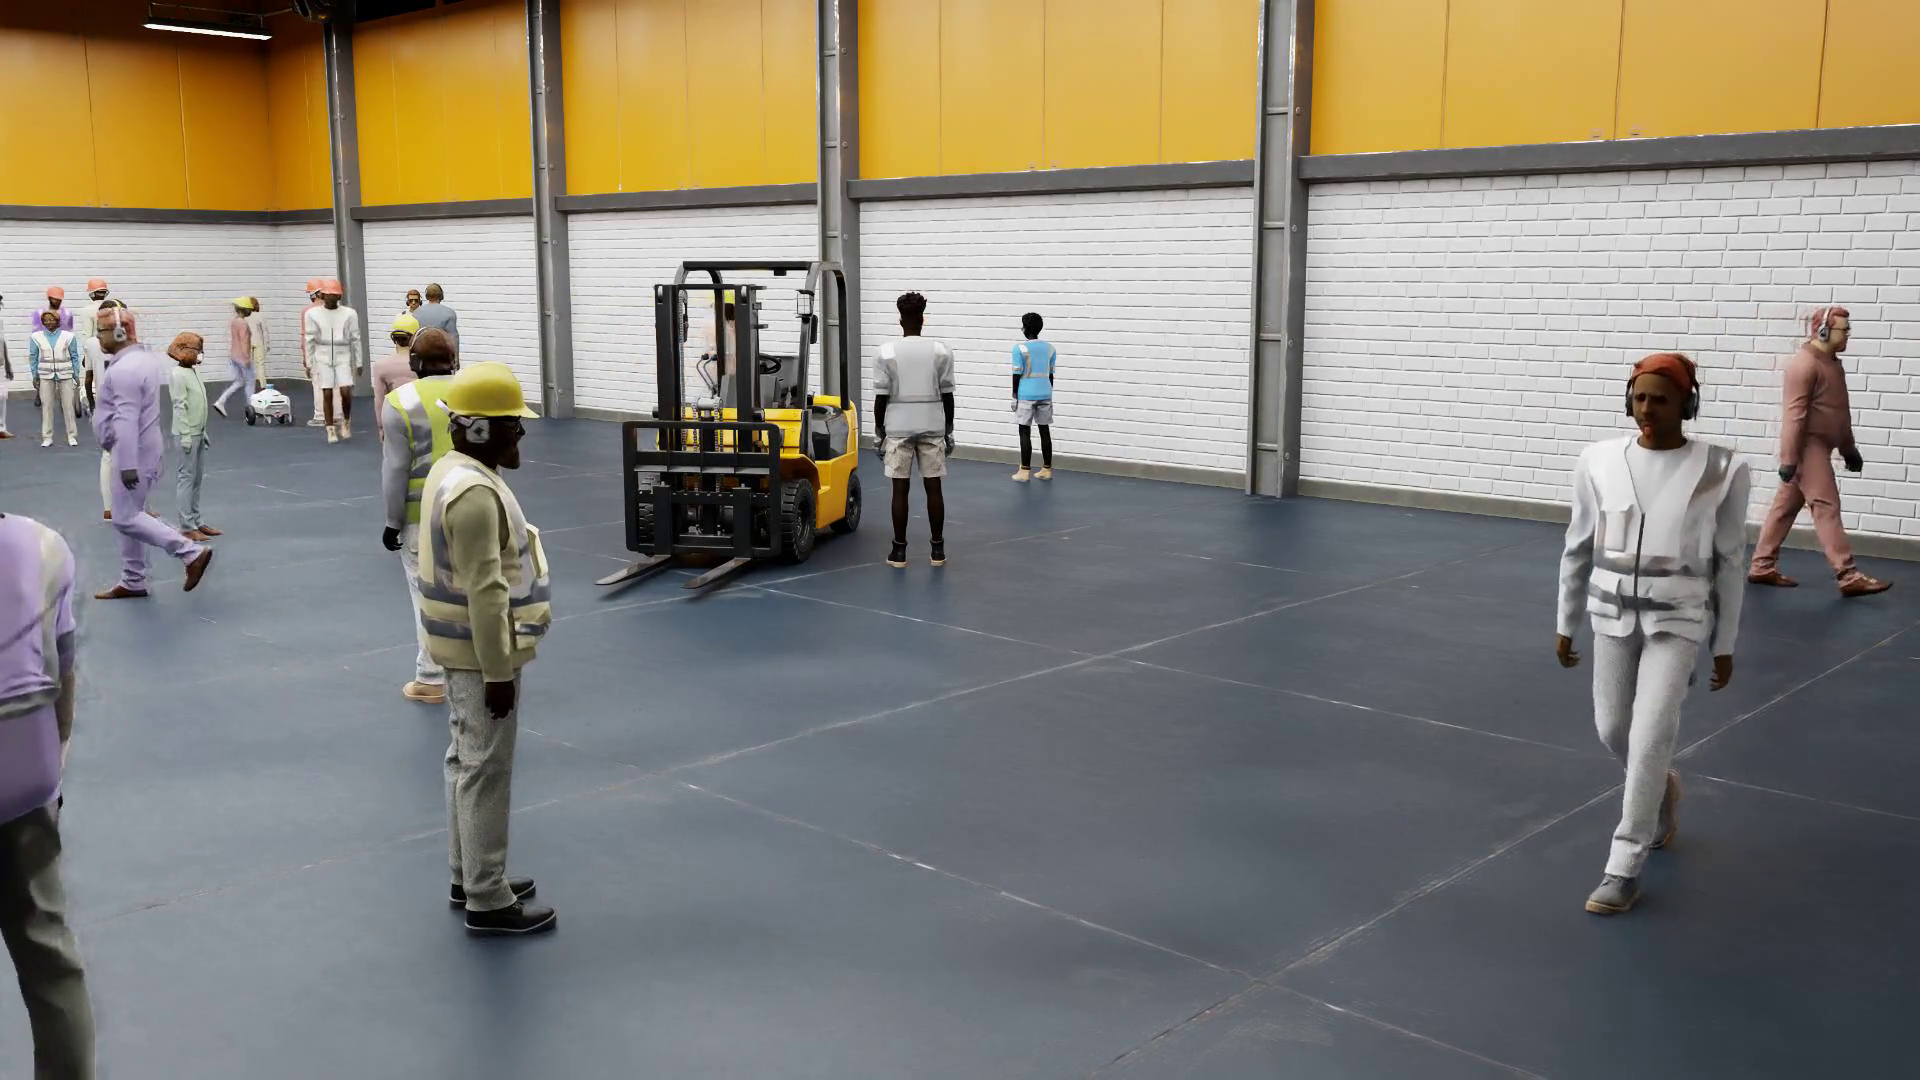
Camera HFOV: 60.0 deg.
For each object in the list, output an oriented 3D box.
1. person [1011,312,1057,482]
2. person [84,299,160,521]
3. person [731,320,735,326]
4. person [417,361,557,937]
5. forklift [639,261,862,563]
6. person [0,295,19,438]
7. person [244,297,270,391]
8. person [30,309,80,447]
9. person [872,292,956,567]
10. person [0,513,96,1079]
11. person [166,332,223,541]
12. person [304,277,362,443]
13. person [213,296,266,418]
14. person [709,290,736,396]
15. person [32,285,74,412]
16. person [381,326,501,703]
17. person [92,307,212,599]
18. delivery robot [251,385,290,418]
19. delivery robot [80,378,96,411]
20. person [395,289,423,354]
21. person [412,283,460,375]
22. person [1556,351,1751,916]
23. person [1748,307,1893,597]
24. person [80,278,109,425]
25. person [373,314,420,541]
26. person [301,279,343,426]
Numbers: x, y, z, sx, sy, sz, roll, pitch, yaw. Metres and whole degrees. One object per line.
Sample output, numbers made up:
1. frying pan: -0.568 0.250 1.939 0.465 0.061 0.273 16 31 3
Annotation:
1. person: 0.734 -1.424 16.615 0.535 1.691 0.319 -6 11 -34
2. person: -7.074 -1.081 13.982 0.530 1.864 0.313 1 9 9
3. person: -2.667 -1.882 19.608 0.538 1.620 0.483 -8 12 -42
4. person: -1.516 0.344 5.351 0.403 1.827 0.600 -4 10 -24
5. forklift: -1.552 -1.040 12.721 1.214 2.155 2.313 2 9 11
6. person: -12.100 -2.169 20.744 0.476 1.845 0.529 0 9 3
7. person: -12.156 -3.359 28.656 0.507 1.630 0.268 0 9 -1
8. person: -10.801 -1.930 19.871 0.522 1.638 0.311 -4 10 -24
9. person: -0.328 -0.779 11.842 0.602 1.958 0.380 -1 9 -9
10. person: -2.357 0.561 3.850 0.964 1.877 0.607 5 10 27
11. person: -6.012 -0.809 13.025 0.289 1.632 0.497 -2 9 -9
12. person: -7.600 -2.169 20.178 0.650 2.020 0.483 -3 10 -20
13. person: -10.201 -2.574 23.514 0.634 1.744 0.541 -8 12 -40
14. person: -2.560 -1.809 18.319 0.427 1.911 0.596 0 9 0
15. person: -13.526 -2.855 24.780 0.570 1.899 0.869 -8 12 -41
16. person: -2.559 -0.125 8.192 0.429 1.840 0.637 9 13 42
17. person: -5.223 -0.541 10.620 0.635 1.888 0.643 -3 10 -17
18. delivery robot: -9.307 -1.854 22.440 0.477 0.478 0.707 -7 12 -37
19. delivery robot: -12.449 -2.093 23.903 0.477 0.478 0.707 -4 10 -25
20. person: -7.319 -2.445 22.397 0.513 1.845 0.336 -5 10 -26
21. person: -6.792 -2.367 21.638 0.634 1.940 0.367 2 9 10
22. person: 2.367 0.278 5.692 0.584 1.856 0.878 8 12 41
23. person: 5.658 -0.569 10.823 0.949 1.862 0.662 7 12 37
24. person: -11.575 -2.532 22.475 0.379 1.996 0.611 5 10 27
25. person: -4.287 -0.870 12.992 0.522 1.768 0.312 -1 9 -4
26. person: -8.635 -2.531 22.504 0.407 1.987 0.614 6 11 32
